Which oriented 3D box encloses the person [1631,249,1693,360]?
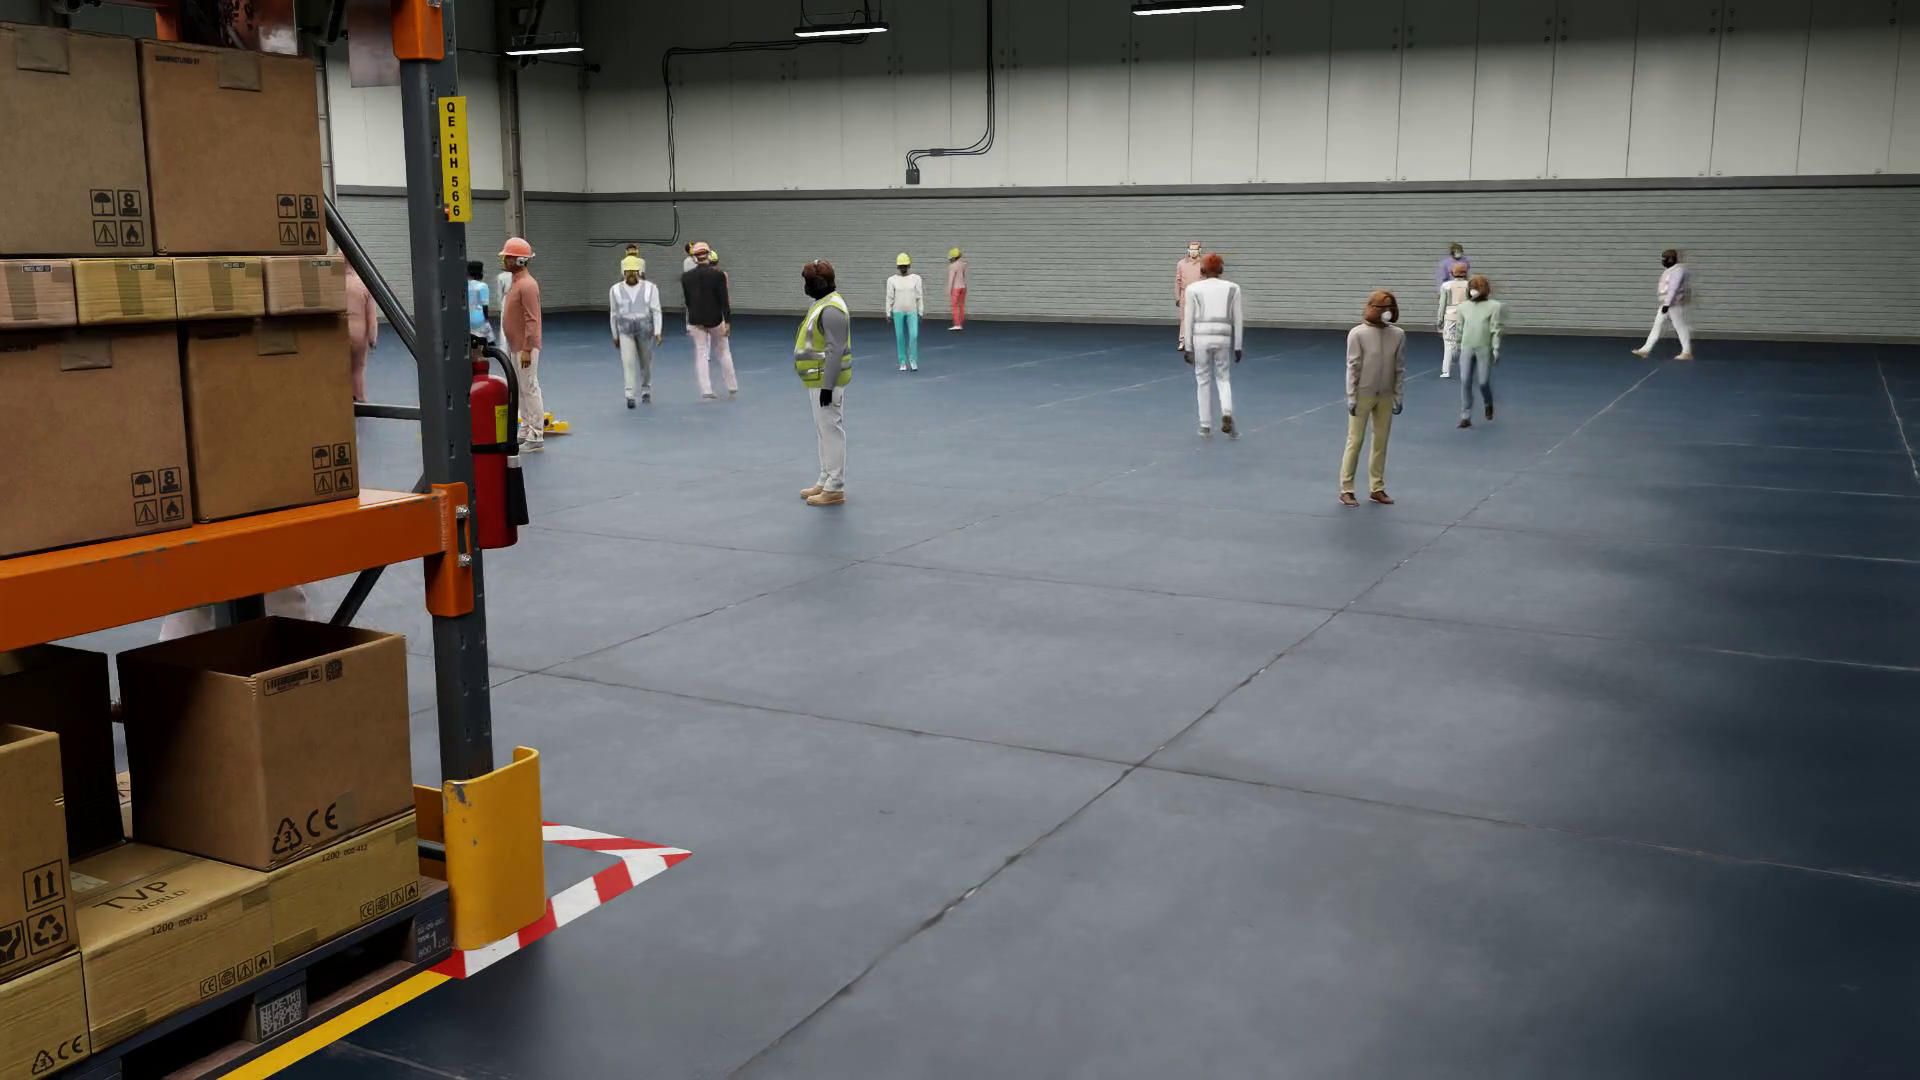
[{"bbox_3d":[11.559,-3.828,27.138,0.950,1.790,0.629,1,10,4],"label":"person"}]

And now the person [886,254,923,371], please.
[{"bbox_3d":[-0.823,-3.359,24.672,0.556,1.732,0.795,-1,10,-4],"label":"person"}]

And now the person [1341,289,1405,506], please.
[{"bbox_3d":[3.105,-1.060,12.474,0.501,1.625,0.304,-3,11,-18],"label":"person"}]

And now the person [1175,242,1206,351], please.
[{"bbox_3d":[4.076,-4.251,29.094,0.641,1.908,0.408,2,11,13],"label":"person"}]

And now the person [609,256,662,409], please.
[{"bbox_3d":[-3.841,-2.469,19.729,0.603,1.791,0.949,-2,11,-9],"label":"person"}]

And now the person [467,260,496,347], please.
[{"bbox_3d":[-6.560,-2.957,22.624,0.546,1.681,0.364,8,13,38],"label":"person"}]

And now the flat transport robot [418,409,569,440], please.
[{"bbox_3d":[-4.637,-1.139,16.585,0.652,0.197,1.431,5,12,27],"label":"flat transport robot"}]

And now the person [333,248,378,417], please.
[{"bbox_3d":[-6.736,-2.260,18.291,0.656,1.887,0.756,-6,12,-31],"label":"person"}]

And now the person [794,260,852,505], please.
[{"bbox_3d":[-1.036,-1.187,12.580,0.429,1.838,0.621,-2,11,-11],"label":"person"}]

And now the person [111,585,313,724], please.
[{"bbox_3d":[-3.047,-0.125,6.674,0.968,1.860,0.664,-7,13,-35],"label":"person"}]

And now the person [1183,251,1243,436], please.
[{"bbox_3d":[2.547,-1.962,16.740,0.586,1.865,0.530,-1,10,-5],"label":"person"}]

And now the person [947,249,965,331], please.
[{"bbox_3d":[-0.053,-5.307,35.351,0.348,1.728,0.620,7,12,33],"label":"person"}]

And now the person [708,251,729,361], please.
[{"bbox_3d":[-4.005,-3.785,26.927,0.533,1.769,0.313,-2,11,-13],"label":"person"}]

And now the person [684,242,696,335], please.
[{"bbox_3d":[-5.465,-5.134,33.997,0.329,1.877,0.507,-4,11,-19],"label":"person"}]

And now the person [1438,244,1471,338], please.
[{"bbox_3d":[9.681,-4.861,32.567,0.658,1.855,1.056,-1,10,-6],"label":"person"}]

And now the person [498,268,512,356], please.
[{"bbox_3d":[-7.474,-3.899,27.724,0.496,1.708,0.864,1,10,3],"label":"person"}]

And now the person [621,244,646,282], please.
[{"bbox_3d":[-6.684,-5.136,34.089,0.540,1.844,0.593,-2,11,-12],"label":"person"}]

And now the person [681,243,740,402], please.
[{"bbox_3d":[-3.093,-2.689,20.522,0.650,1.922,0.901,2,11,10],"label":"person"}]

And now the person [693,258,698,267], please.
[{"bbox_3d":[-6.614,-6.524,41.784,0.405,1.802,0.710,0,10,1],"label":"person"}]

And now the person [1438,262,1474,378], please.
[{"bbox_3d":[7.032,-3.100,23.543,0.513,1.640,0.309,1,10,5],"label":"person"}]

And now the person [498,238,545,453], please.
[{"bbox_3d":[-4.106,-1.820,15.586,0.375,1.997,0.611,-6,12,-28],"label":"person"}]

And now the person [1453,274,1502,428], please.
[{"bbox_3d":[5.467,-1.993,17.564,0.514,1.615,0.459,8,13,36],"label":"person"}]
